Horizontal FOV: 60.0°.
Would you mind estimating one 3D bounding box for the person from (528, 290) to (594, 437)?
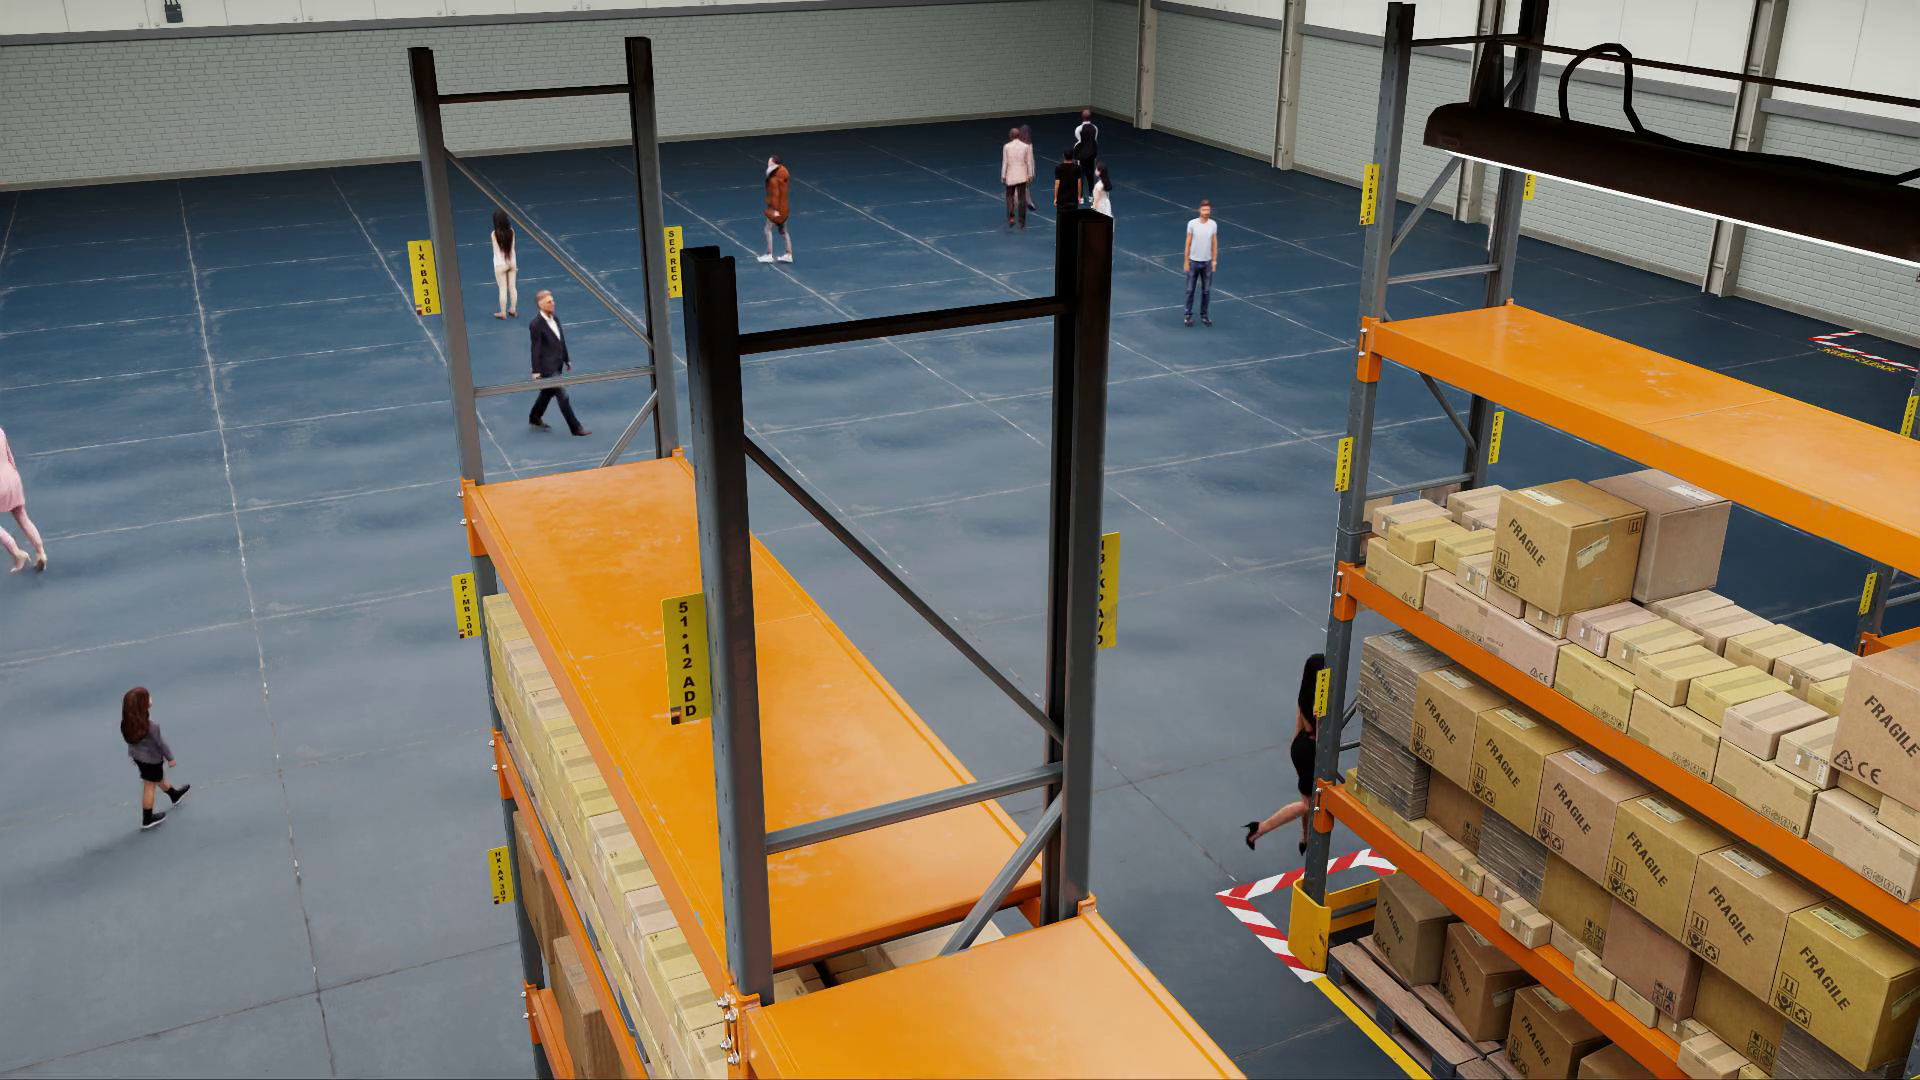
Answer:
[{"bbox_3d":[-5.026,-2.136,20.168,1.236,1.771,1.190,8,24,18],"label":"person"}]

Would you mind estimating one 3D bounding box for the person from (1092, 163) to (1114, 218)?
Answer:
[{"bbox_3d":[2.452,-5.428,27.915,0.892,1.765,0.830,12,26,26],"label":"person"}]

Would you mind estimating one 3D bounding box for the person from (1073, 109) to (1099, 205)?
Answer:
[{"bbox_3d":[2.489,-7.611,32.969,0.668,1.828,0.540,-9,25,-20],"label":"person"}]

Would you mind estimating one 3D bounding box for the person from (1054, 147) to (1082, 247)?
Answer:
[{"bbox_3d":[1.893,-6.037,29.359,0.696,1.757,0.653,-3,23,-7],"label":"person"}]

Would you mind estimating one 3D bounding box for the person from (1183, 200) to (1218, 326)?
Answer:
[{"bbox_3d":[3.575,-4.132,24.741,0.721,1.865,0.711,0,23,0],"label":"person"}]

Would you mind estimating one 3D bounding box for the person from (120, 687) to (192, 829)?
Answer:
[{"bbox_3d":[-6.024,1.607,12.236,0.722,1.089,0.747,12,26,27],"label":"person"}]

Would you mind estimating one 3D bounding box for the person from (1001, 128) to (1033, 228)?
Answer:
[{"bbox_3d":[1.051,-6.704,30.896,0.943,1.780,1.055,-2,23,-4],"label":"person"}]

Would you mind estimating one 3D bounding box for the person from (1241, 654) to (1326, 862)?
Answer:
[{"bbox_3d":[2.368,1.565,11.636,0.804,1.635,0.900,-4,23,-10],"label":"person"}]

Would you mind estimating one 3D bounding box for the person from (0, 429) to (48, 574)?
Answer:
[{"bbox_3d":[-9.303,-0.469,16.250,0.930,1.768,0.829,6,24,13],"label":"person"}]

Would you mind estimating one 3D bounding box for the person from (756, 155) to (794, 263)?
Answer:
[{"bbox_3d":[-3.010,-5.595,28.242,1.013,1.817,0.960,6,24,13],"label":"person"}]

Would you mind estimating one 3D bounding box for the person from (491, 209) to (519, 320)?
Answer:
[{"bbox_3d":[-6.851,-4.154,25.065,0.699,1.651,0.639,-12,26,-25],"label":"person"}]

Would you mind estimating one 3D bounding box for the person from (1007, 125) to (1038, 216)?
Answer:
[{"bbox_3d":[1.166,-6.988,31.659,1.124,1.706,0.954,19,30,38],"label":"person"}]
